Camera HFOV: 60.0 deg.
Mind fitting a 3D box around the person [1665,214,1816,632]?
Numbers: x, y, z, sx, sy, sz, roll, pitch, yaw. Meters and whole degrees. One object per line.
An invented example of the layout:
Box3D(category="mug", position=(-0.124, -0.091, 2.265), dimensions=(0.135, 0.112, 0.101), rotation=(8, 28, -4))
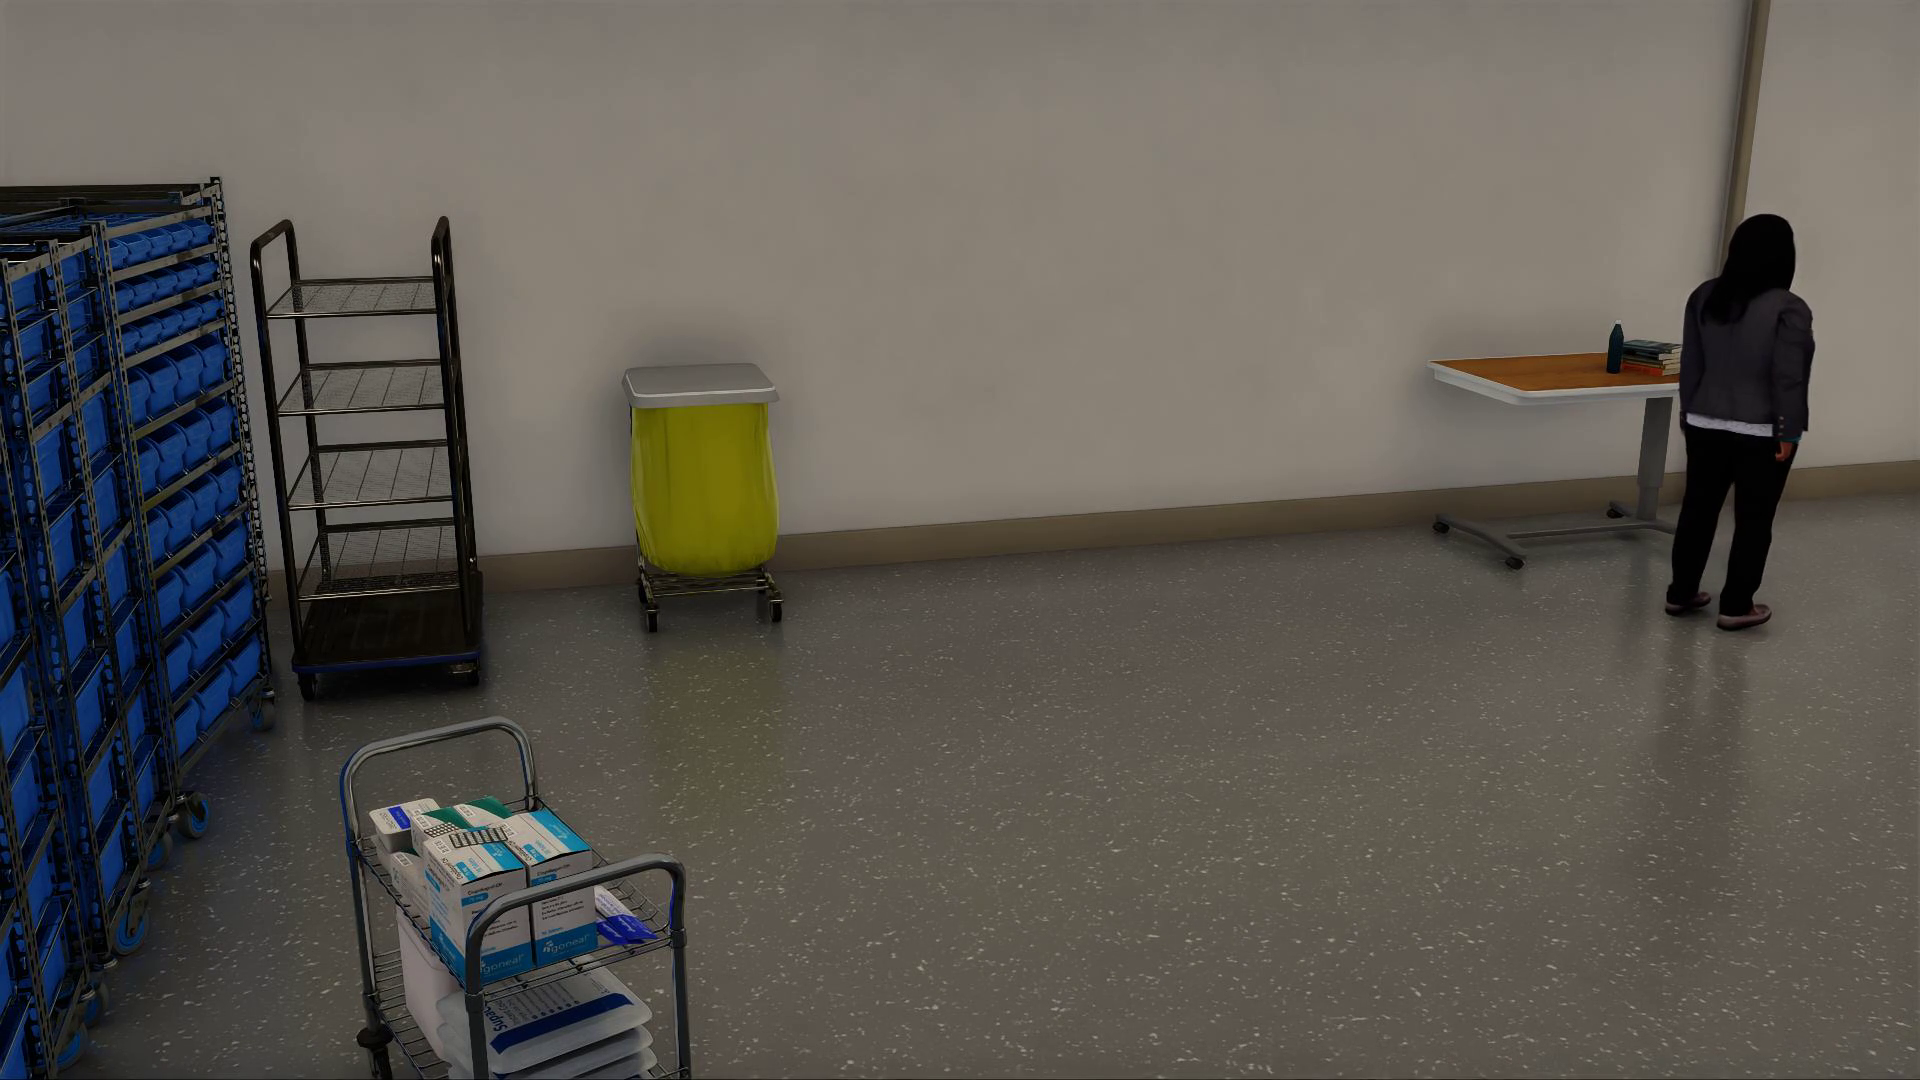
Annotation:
Box3D(category="person", position=(3.009, -0.449, 6.425), dimensions=(0.750, 1.594, 0.747), rotation=(-10, 18, -31))
